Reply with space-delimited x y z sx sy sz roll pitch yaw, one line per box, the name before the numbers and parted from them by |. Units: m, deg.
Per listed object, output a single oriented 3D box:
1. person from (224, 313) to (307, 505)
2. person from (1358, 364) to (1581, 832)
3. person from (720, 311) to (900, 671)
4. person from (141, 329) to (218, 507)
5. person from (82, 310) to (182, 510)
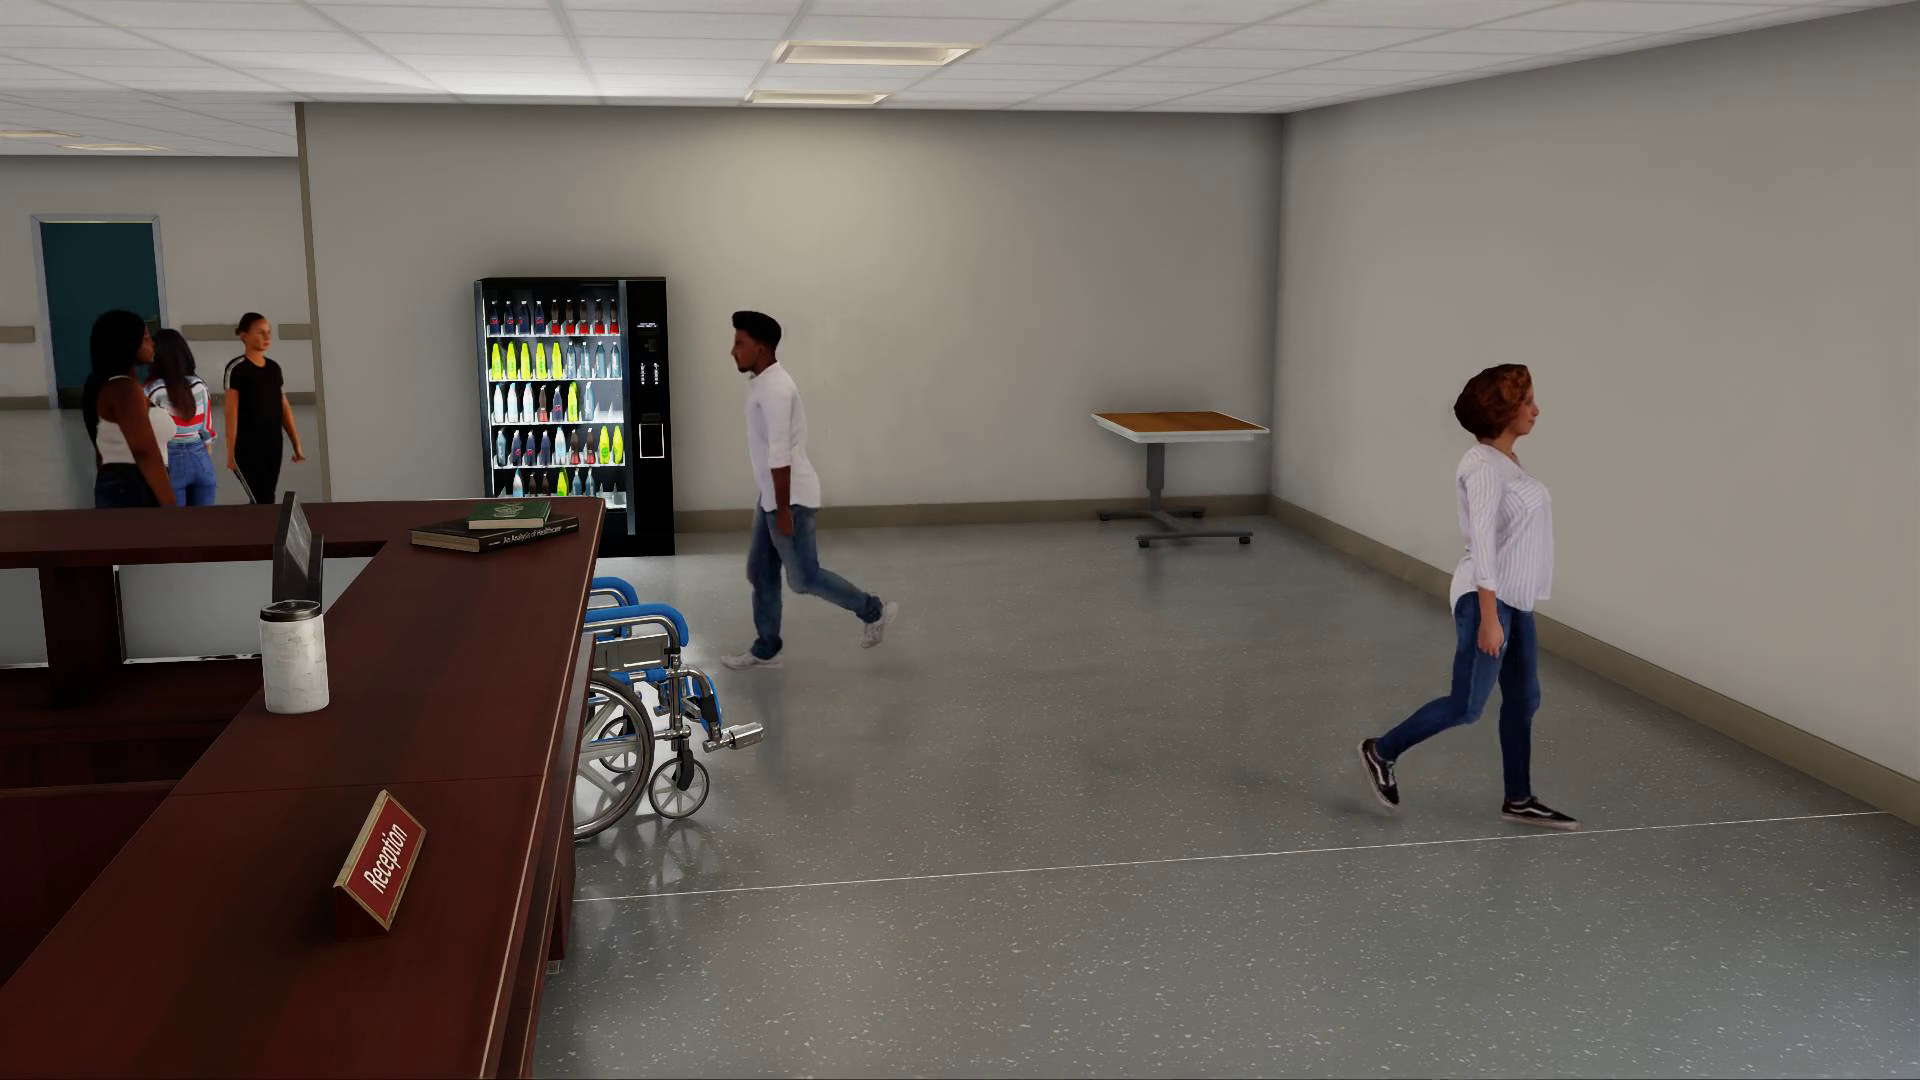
person | -4.392 -0.561 10.247 0.894 1.654 0.795 4 11 20
person | 1.857 0.215 6.040 1.079 1.697 1.031 7 13 34
person | -0.751 -0.204 8.093 1.078 1.756 0.653 -2 11 -10
person | -4.447 -0.401 9.512 0.713 1.613 0.653 7 13 34
person | -3.893 -0.134 7.626 0.897 1.792 0.787 -6 12 -29
